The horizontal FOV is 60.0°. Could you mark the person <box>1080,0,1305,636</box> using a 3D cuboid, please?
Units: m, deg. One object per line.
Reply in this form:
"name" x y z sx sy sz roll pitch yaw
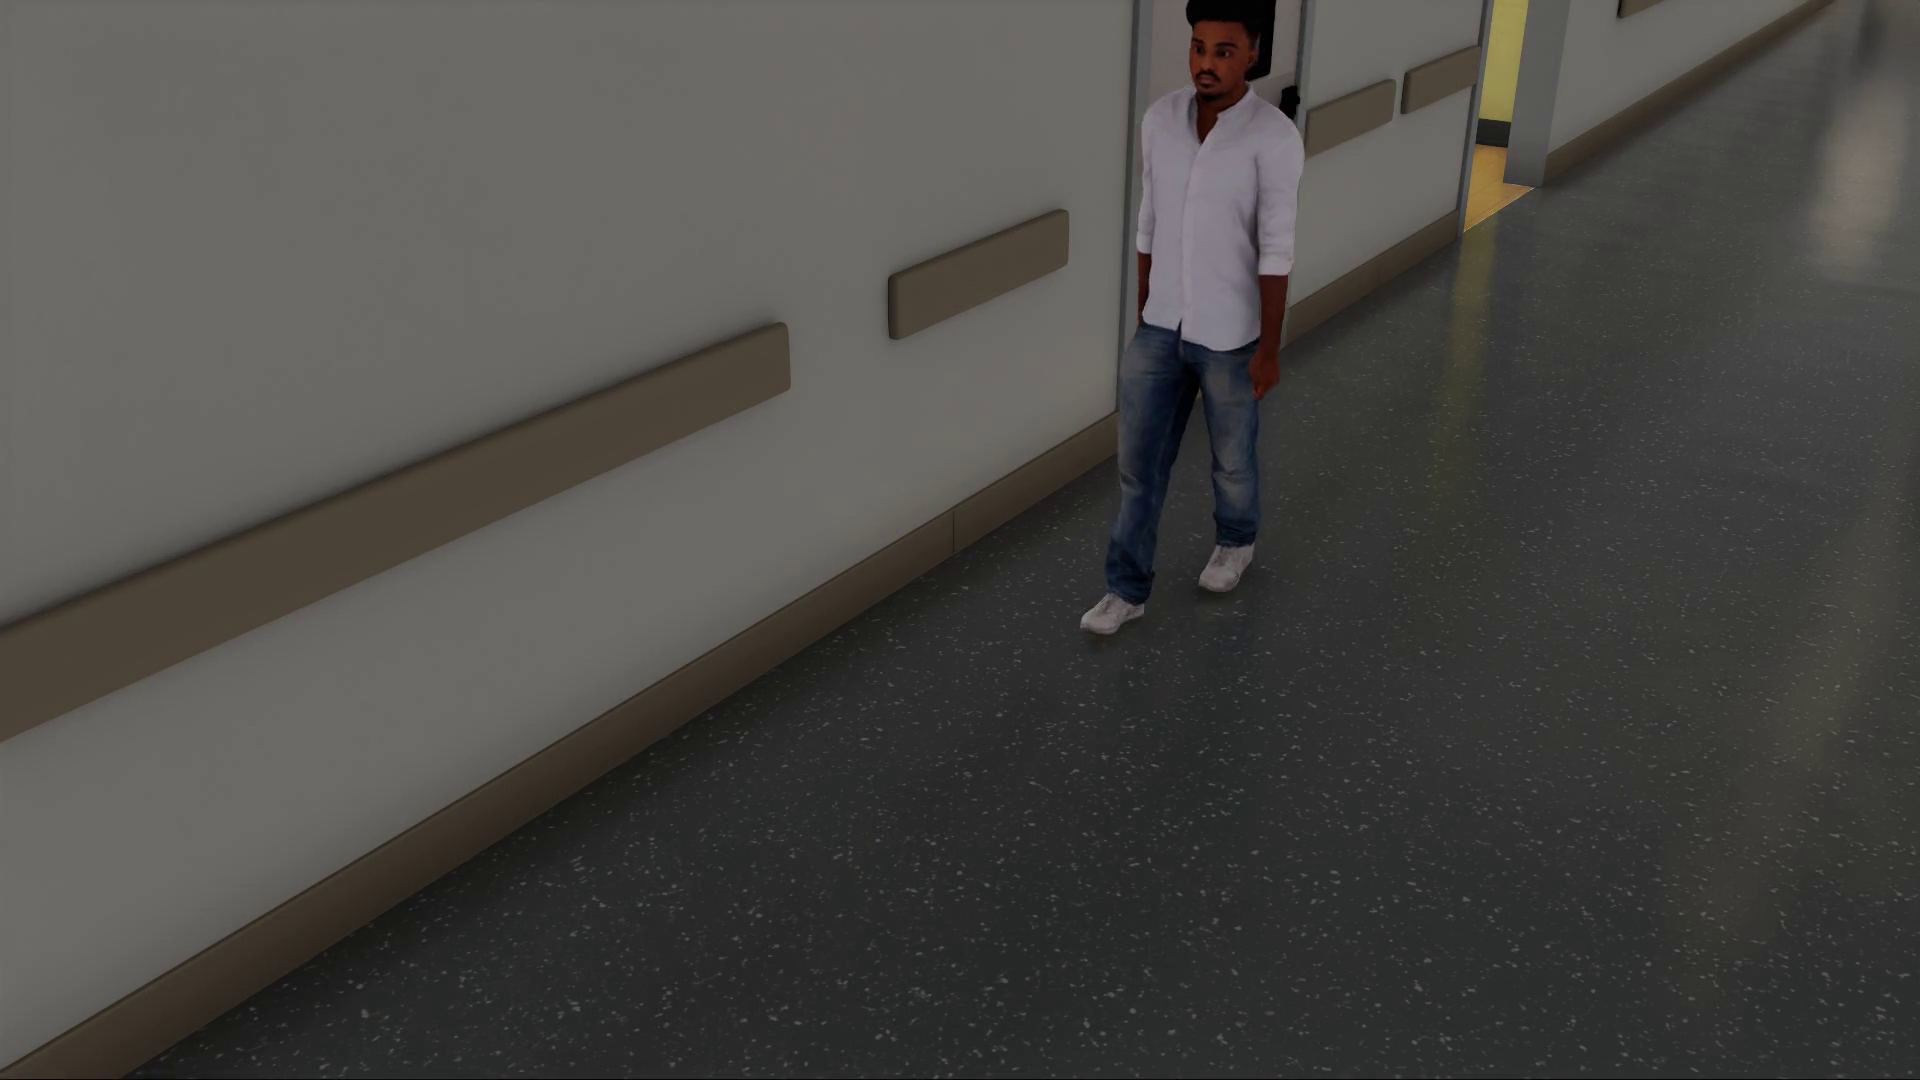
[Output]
"person" 0.740 -0.641 4.712 0.935 1.782 0.724 16 30 30
